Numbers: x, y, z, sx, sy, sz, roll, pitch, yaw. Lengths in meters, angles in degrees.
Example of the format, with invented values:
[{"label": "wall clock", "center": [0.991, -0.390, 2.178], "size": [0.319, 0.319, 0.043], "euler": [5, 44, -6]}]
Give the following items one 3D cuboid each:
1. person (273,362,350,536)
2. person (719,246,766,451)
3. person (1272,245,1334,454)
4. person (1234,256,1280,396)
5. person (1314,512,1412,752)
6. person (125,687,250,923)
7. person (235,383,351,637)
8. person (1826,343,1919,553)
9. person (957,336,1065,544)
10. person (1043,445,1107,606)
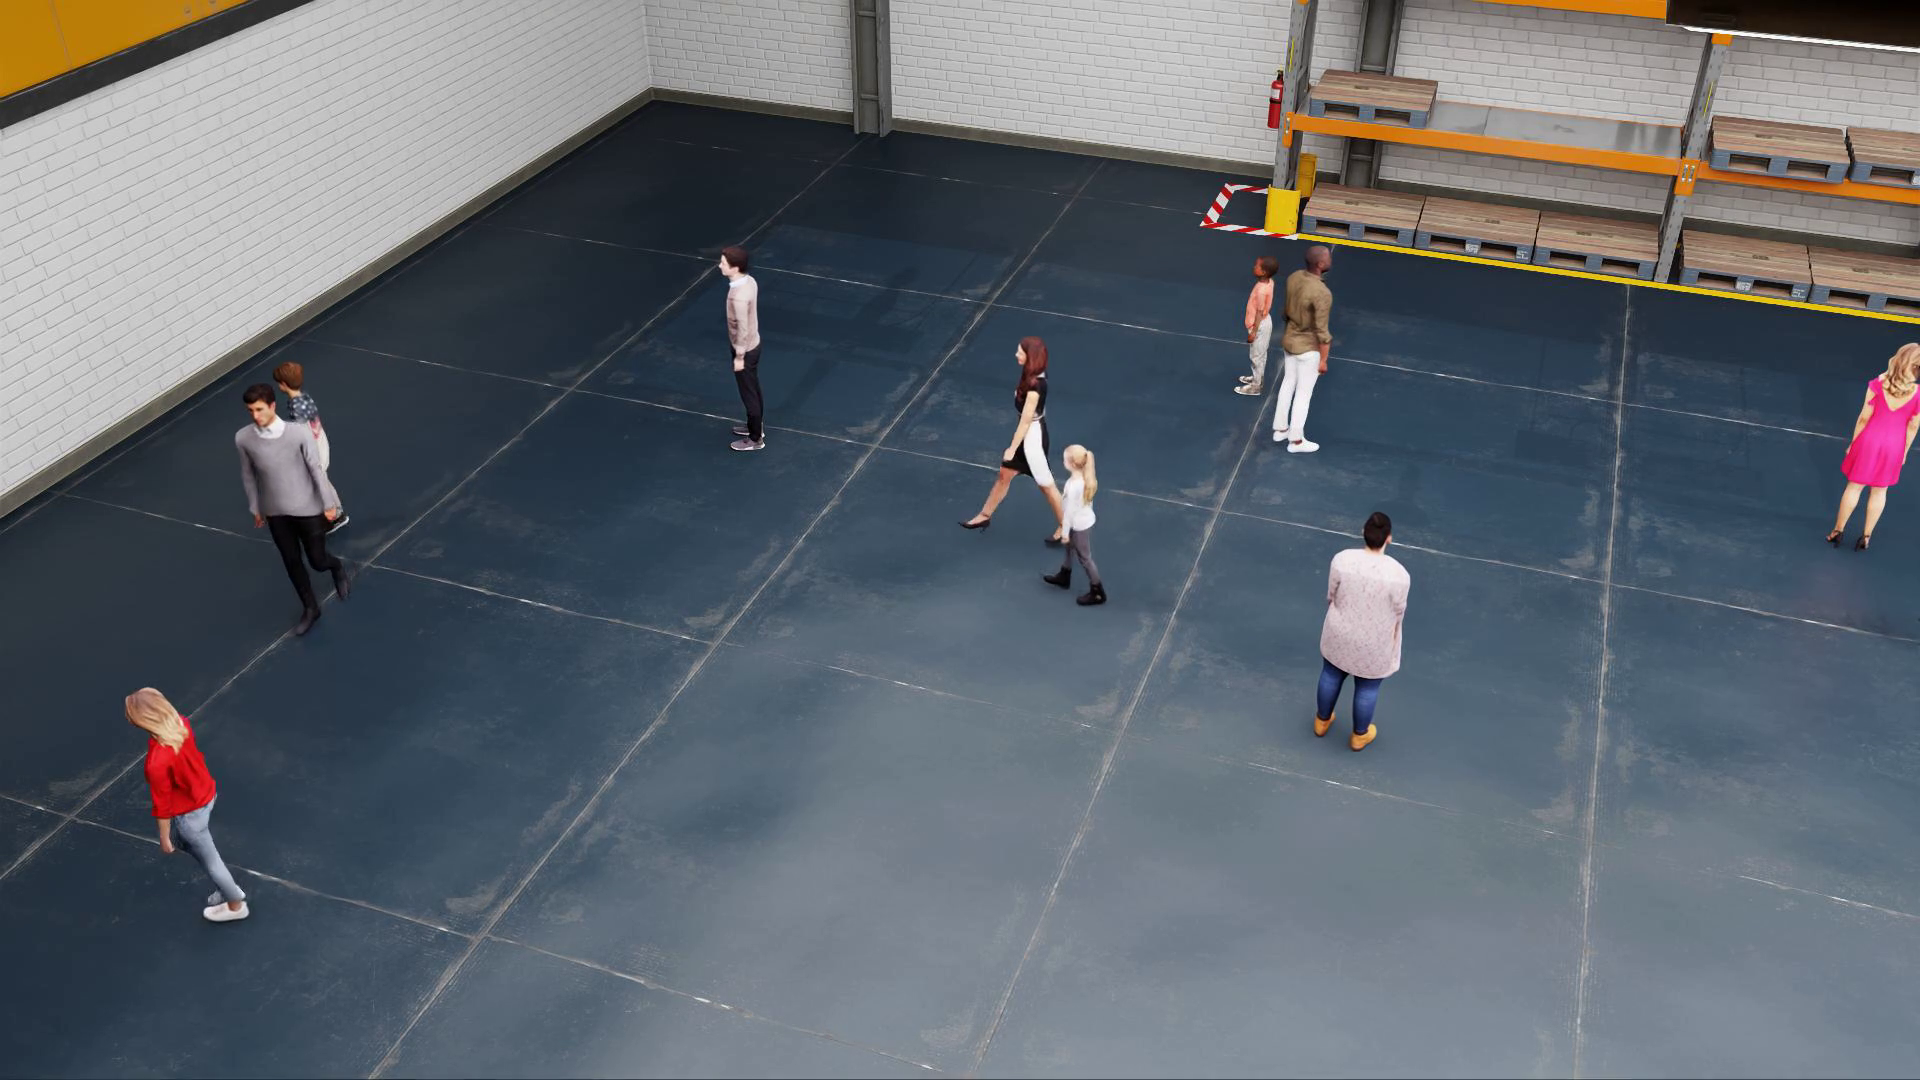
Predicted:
[{"label": "person", "center": [-4.946, -0.717, 12.878], "size": [0.688, 1.424, 0.646], "euler": [-7, 34, -11]}, {"label": "person", "center": [-1.798, -1.608, 13.870], "size": [0.664, 1.809, 0.692], "euler": [0, 34, 0]}, {"label": "person", "center": [2.859, -1.602, 13.847], "size": [0.835, 1.825, 0.783], "euler": [-14, 36, -20]}, {"label": "person", "center": [2.671, -1.919, 14.789], "size": [0.473, 1.310, 0.480], "euler": [13, 36, 18]}, {"label": "person", "center": [2.559, 0.572, 10.653], "size": [0.641, 1.741, 0.803], "euler": [20, 38, 27]}, {"label": "person", "center": [-4.216, 1.505, 9.288], "size": [0.711, 1.697, 0.719], "euler": [-2, 34, -3]}, {"label": "person", "center": [-4.694, -0.279, 11.782], "size": [0.970, 1.908, 0.984], "euler": [0, 34, 0]}, {"label": "person", "center": [6.944, -0.696, 12.573], "size": [0.503, 1.728, 0.651], "euler": [15, 37, 22]}, {"label": "person", "center": [0.636, -0.691, 12.541], "size": [1.207, 1.754, 0.863], "euler": [0, 34, -1]}, {"label": "person", "center": [0.917, -0.098, 12.097], "size": [0.730, 1.258, 0.495], "euler": [9, 35, 14]}]
